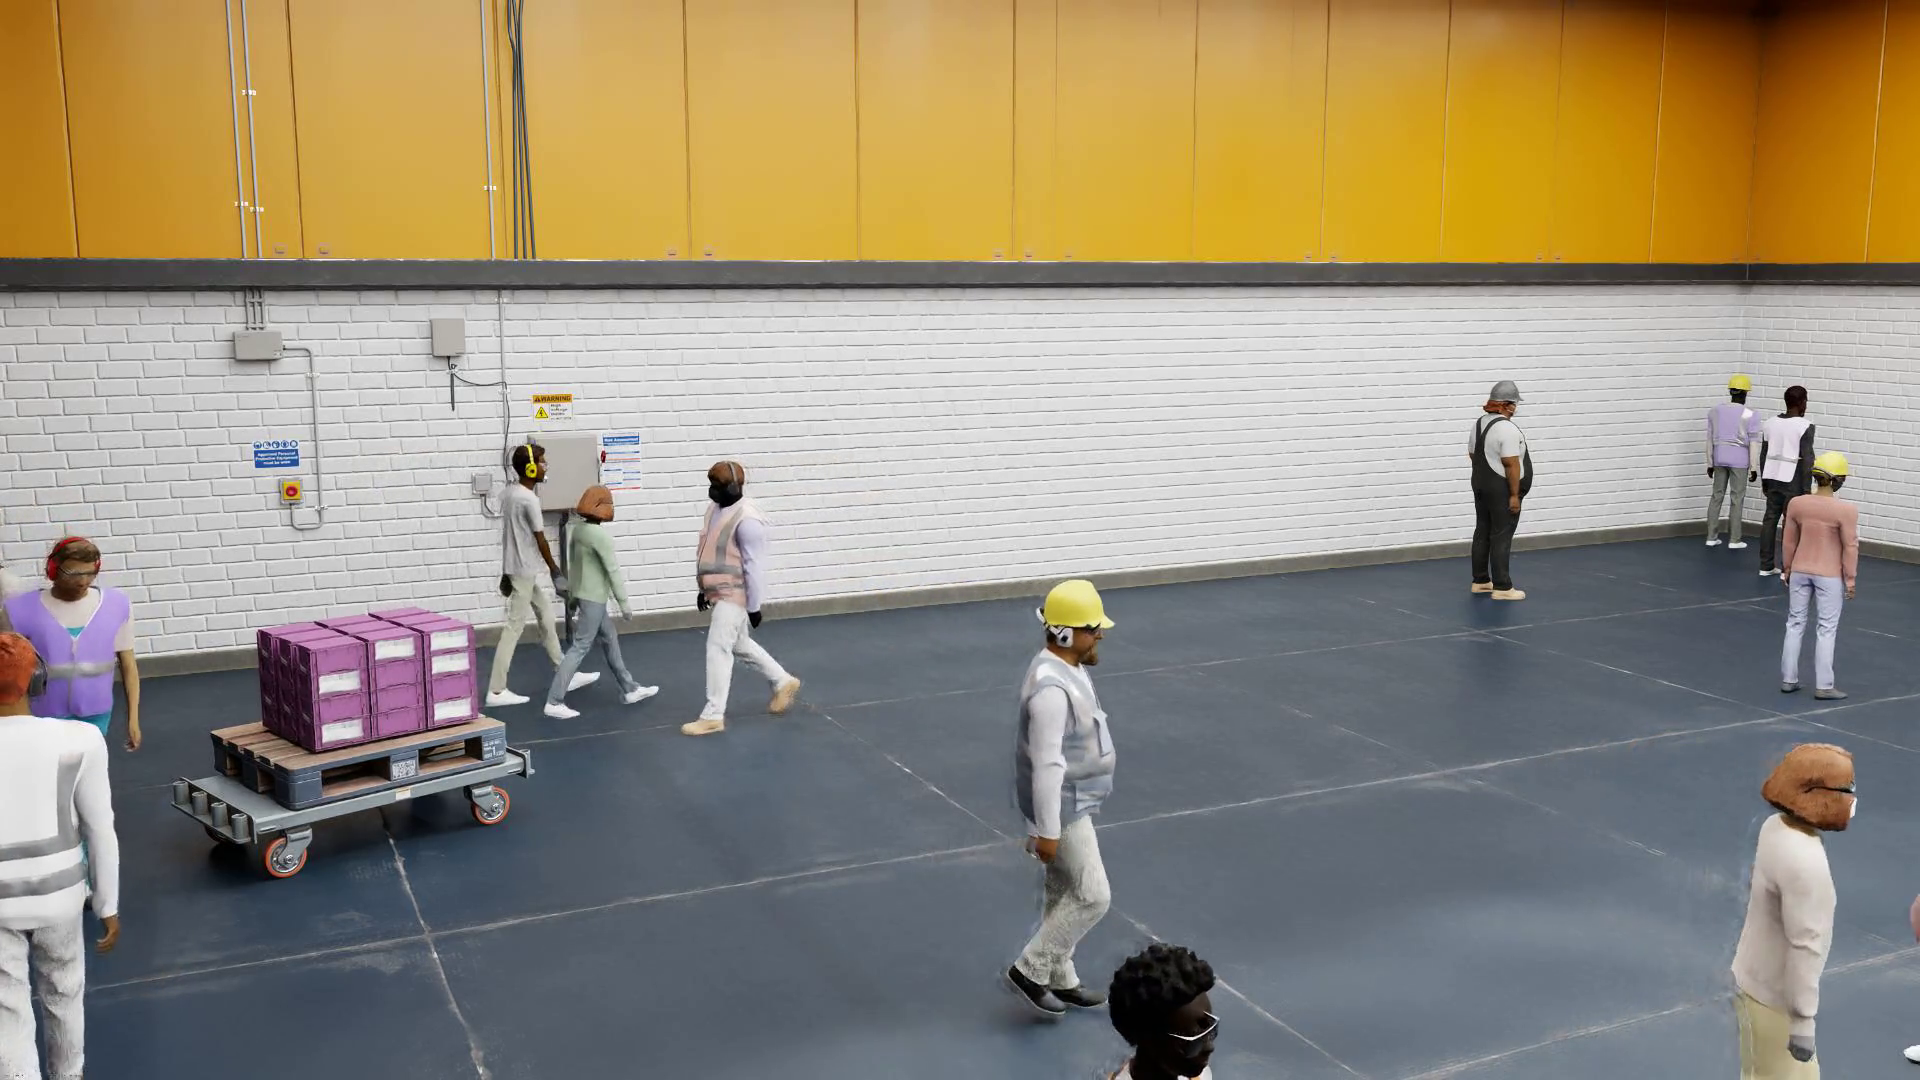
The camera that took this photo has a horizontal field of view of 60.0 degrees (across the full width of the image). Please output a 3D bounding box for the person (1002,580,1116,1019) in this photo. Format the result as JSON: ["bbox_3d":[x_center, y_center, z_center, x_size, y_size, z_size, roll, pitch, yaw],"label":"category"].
[{"bbox_3d":[0.432,1.054,6.734,0.414,1.818,0.594,1,9,6],"label":"person"}]

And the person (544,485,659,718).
[{"bbox_3d":[-2.497,0.411,11.424,0.894,1.577,0.511,-6,11,-34],"label":"person"}]

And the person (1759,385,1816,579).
[{"bbox_3d":[8.181,-0.570,16.484,0.398,1.920,0.590,-3,10,-20],"label":"person"}]

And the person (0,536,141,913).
[{"bbox_3d":[-4.242,0.873,7.934,0.638,1.781,0.949,-8,12,-41],"label":"person"}]

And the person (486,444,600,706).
[{"bbox_3d":[-2.957,0.241,11.735,0.927,1.831,0.508,-5,10,-26],"label":"person"}]

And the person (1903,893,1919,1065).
[{"bbox_3d":[3.774,1.120,6.088,0.585,1.888,0.676,2,9,10],"label":"person"}]

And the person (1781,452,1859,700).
[{"bbox_3d":[6.135,0.251,11.863,0.328,1.767,0.530,-6,11,-32],"label":"person"}]

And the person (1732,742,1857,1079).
[{"bbox_3d":[2.477,1.402,5.199,0.636,1.607,0.523,3,10,17],"label":"person"}]

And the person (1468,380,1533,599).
[{"bbox_3d":[5.064,-0.476,15.523,0.537,2.000,0.682,-2,9,-14],"label":"person"}]

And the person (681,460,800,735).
[{"bbox_3d":[-1.463,0.356,11.087,0.861,1.812,0.629,-5,10,-27],"label":"person"}]

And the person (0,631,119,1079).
[{"bbox_3d":[-3.201,1.210,5.655,0.600,1.841,0.942,-6,11,-31],"label":"person"}]

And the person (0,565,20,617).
[{"bbox_3d":[-5.134,0.741,8.696,0.550,1.811,0.441,0,9,-1],"label":"person"}]

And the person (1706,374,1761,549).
[{"bbox_3d":[8.496,-0.859,18.293,0.390,1.919,0.583,-7,11,-35],"label":"person"}]

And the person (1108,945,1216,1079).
[{"bbox_3d":[0.413,1.651,3.539,0.896,1.642,0.540,6,11,34],"label":"person"}]
